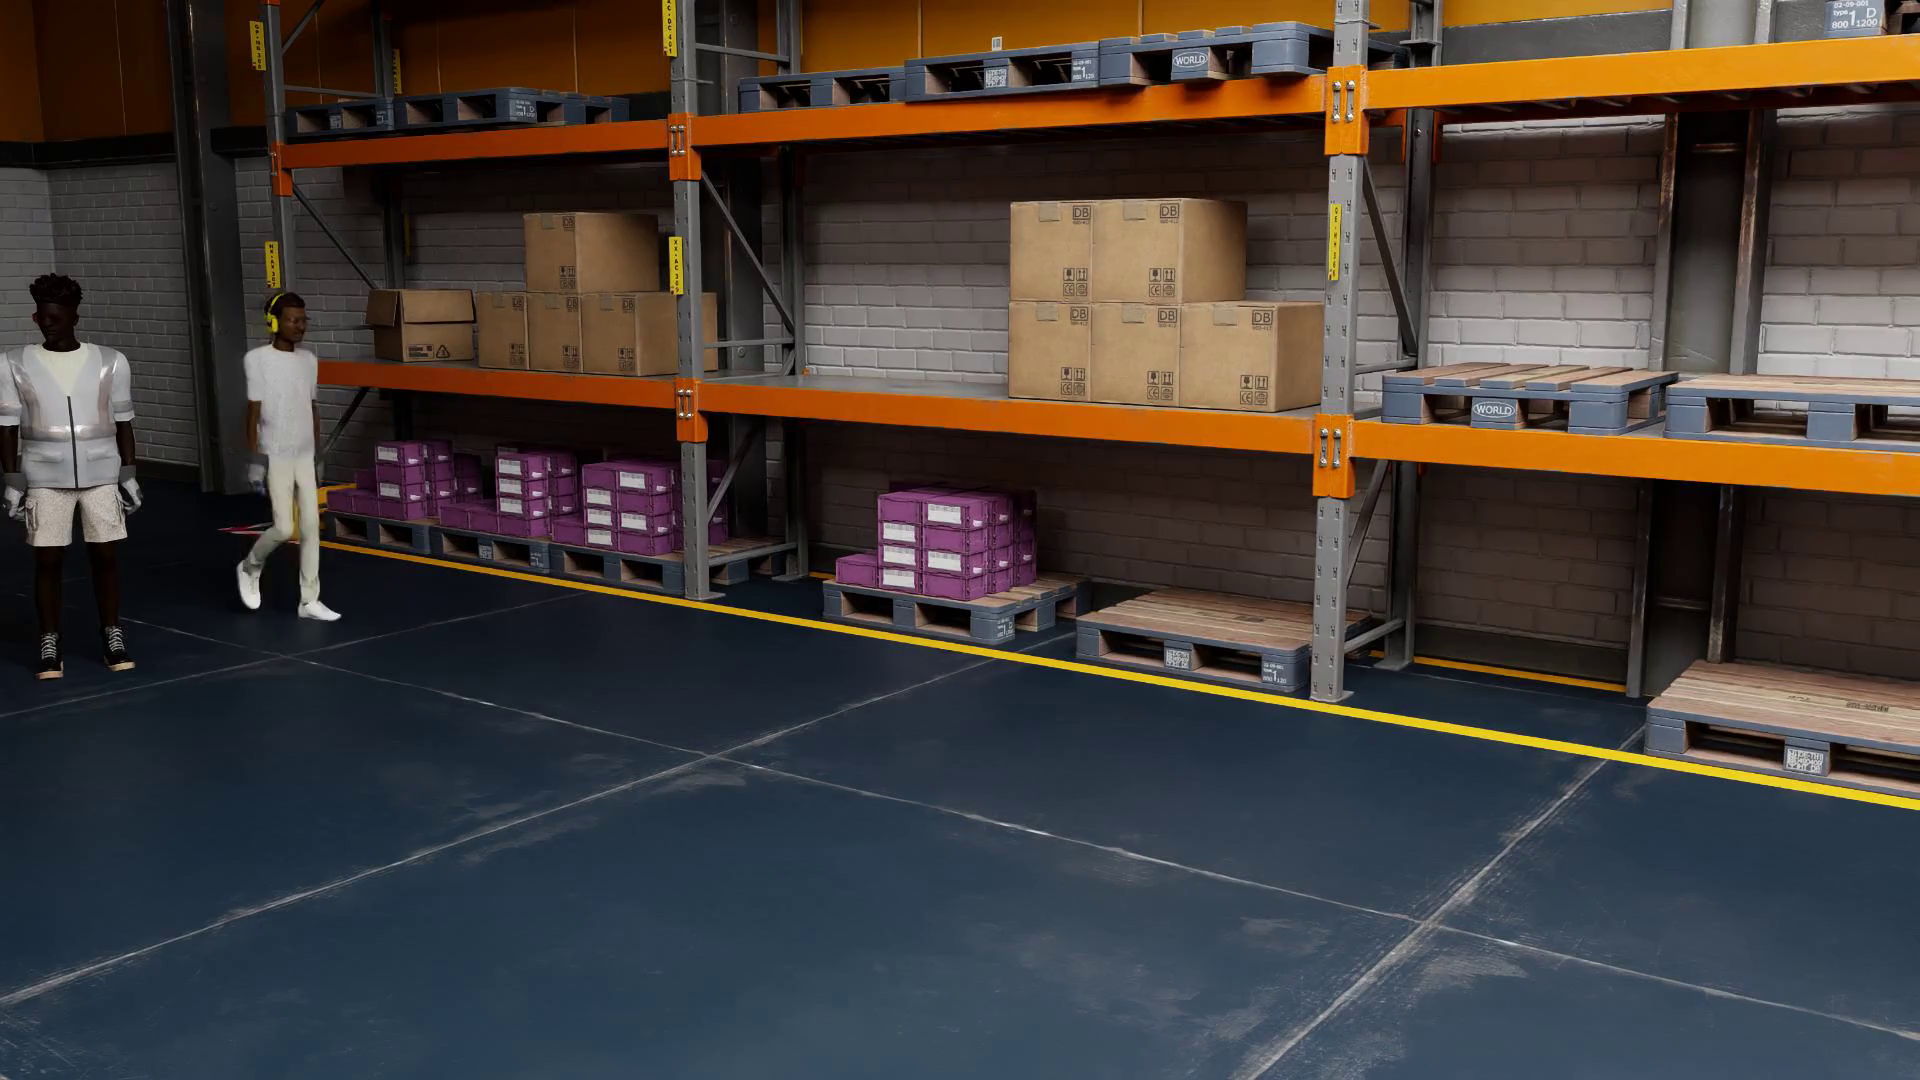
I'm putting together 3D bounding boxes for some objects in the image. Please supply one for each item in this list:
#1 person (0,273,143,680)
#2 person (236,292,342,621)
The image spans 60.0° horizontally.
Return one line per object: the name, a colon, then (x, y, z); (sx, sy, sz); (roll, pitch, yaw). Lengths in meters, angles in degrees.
person: (-4.328, -0.309, 8.102); (0.612, 1.962, 0.361); (-6, 11, -33)
person: (-3.813, -0.461, 9.342); (0.580, 1.855, 0.539); (5, 11, 28)
